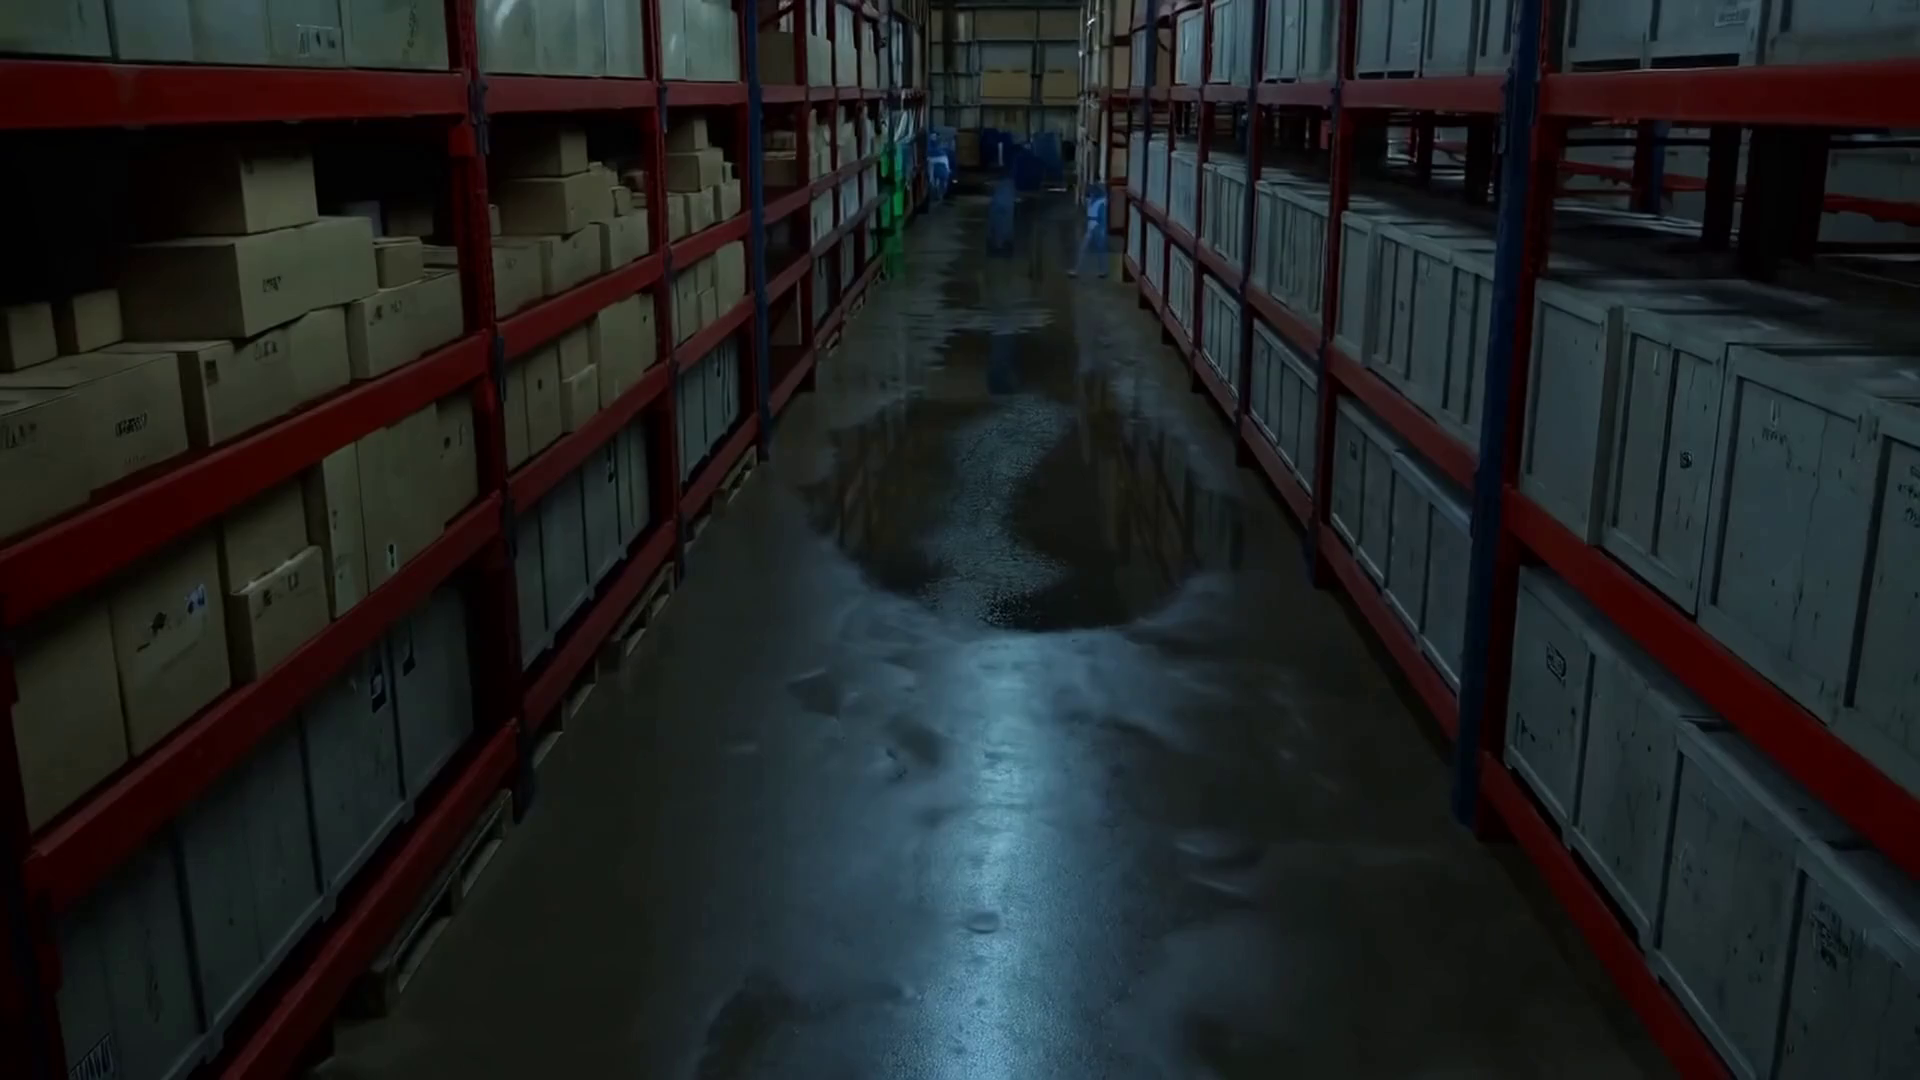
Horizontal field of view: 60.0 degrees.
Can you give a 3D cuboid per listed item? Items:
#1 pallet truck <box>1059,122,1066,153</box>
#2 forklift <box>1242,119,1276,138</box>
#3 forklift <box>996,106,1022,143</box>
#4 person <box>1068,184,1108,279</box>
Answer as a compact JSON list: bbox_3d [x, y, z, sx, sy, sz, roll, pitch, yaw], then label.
[{"bbox_3d":[5.788,-21.111,88.014,1.885,1.965,0.823,5,16,18],"label":"pallet truck"},{"bbox_3d":[7.750,-9.669,43.765,1.129,2.768,1.873,0,15,2],"label":"forklift"},{"bbox_3d":[2.267,-20.300,83.321,1.129,2.768,1.873,-7,17,-24],"label":"forklift"},{"bbox_3d":[2.498,-5.841,31.570,0.887,1.796,0.581,-9,17,-29],"label":"person"}]
